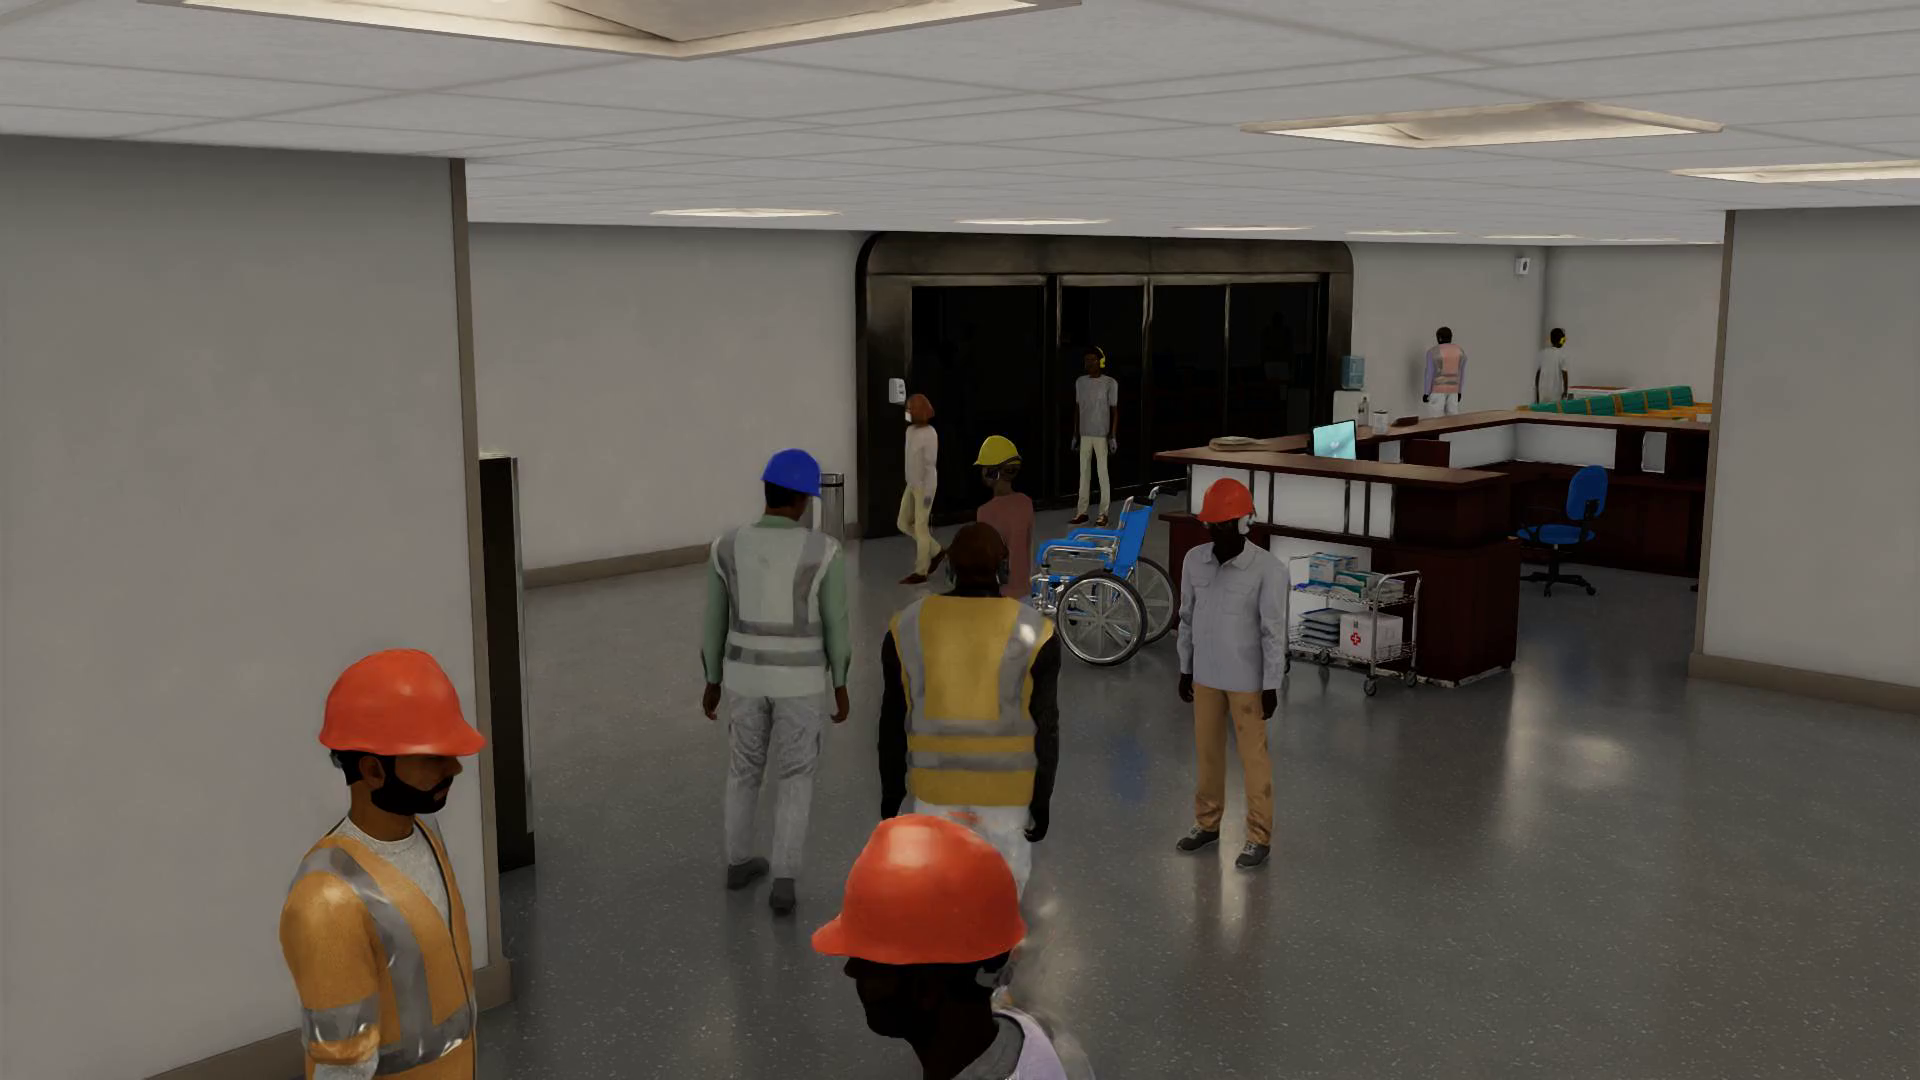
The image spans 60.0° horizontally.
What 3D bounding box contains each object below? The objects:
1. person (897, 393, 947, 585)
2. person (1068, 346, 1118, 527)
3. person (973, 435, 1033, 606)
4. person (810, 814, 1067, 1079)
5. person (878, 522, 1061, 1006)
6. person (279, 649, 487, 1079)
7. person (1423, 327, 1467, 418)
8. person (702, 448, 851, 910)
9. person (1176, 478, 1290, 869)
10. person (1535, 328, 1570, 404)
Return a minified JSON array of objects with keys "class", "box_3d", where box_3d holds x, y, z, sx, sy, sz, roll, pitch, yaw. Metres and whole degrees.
[{"class":"person","box_3d":[-0.315,-0.429,14.001,0.411,1.618,0.517,-5,10,-27]},{"class":"person","box_3d":[1.387,-1.068,17.181,0.521,1.873,0.334,6,11,33]},{"class":"person","box_3d":[0.215,0.316,9.016,0.326,1.766,0.533,5,11,30]},{"class":"person","box_3d":[0.137,1.325,2.435,0.907,1.904,0.556,2,9,10]},{"class":"person","box_3d":[0.012,0.857,5.615,0.637,1.811,0.660,2,10,14]},{"class":"person","box_3d":[-1.085,1.163,3.294,0.362,1.934,0.551,0,9,-1]},{"class":"person","box_3d":[6.875,-2.113,23.695,0.622,1.839,0.429,-2,10,-14]},{"class":"person","box_3d":[-0.778,0.582,6.966,0.639,1.943,0.513,3,10,16]},{"class":"person","box_3d":[1.190,0.586,7.432,0.563,1.742,0.361,9,13,44]},{"class":"person","box_3d":[8.194,-2.008,23.012,0.535,1.844,0.586,8,13,42]}]
